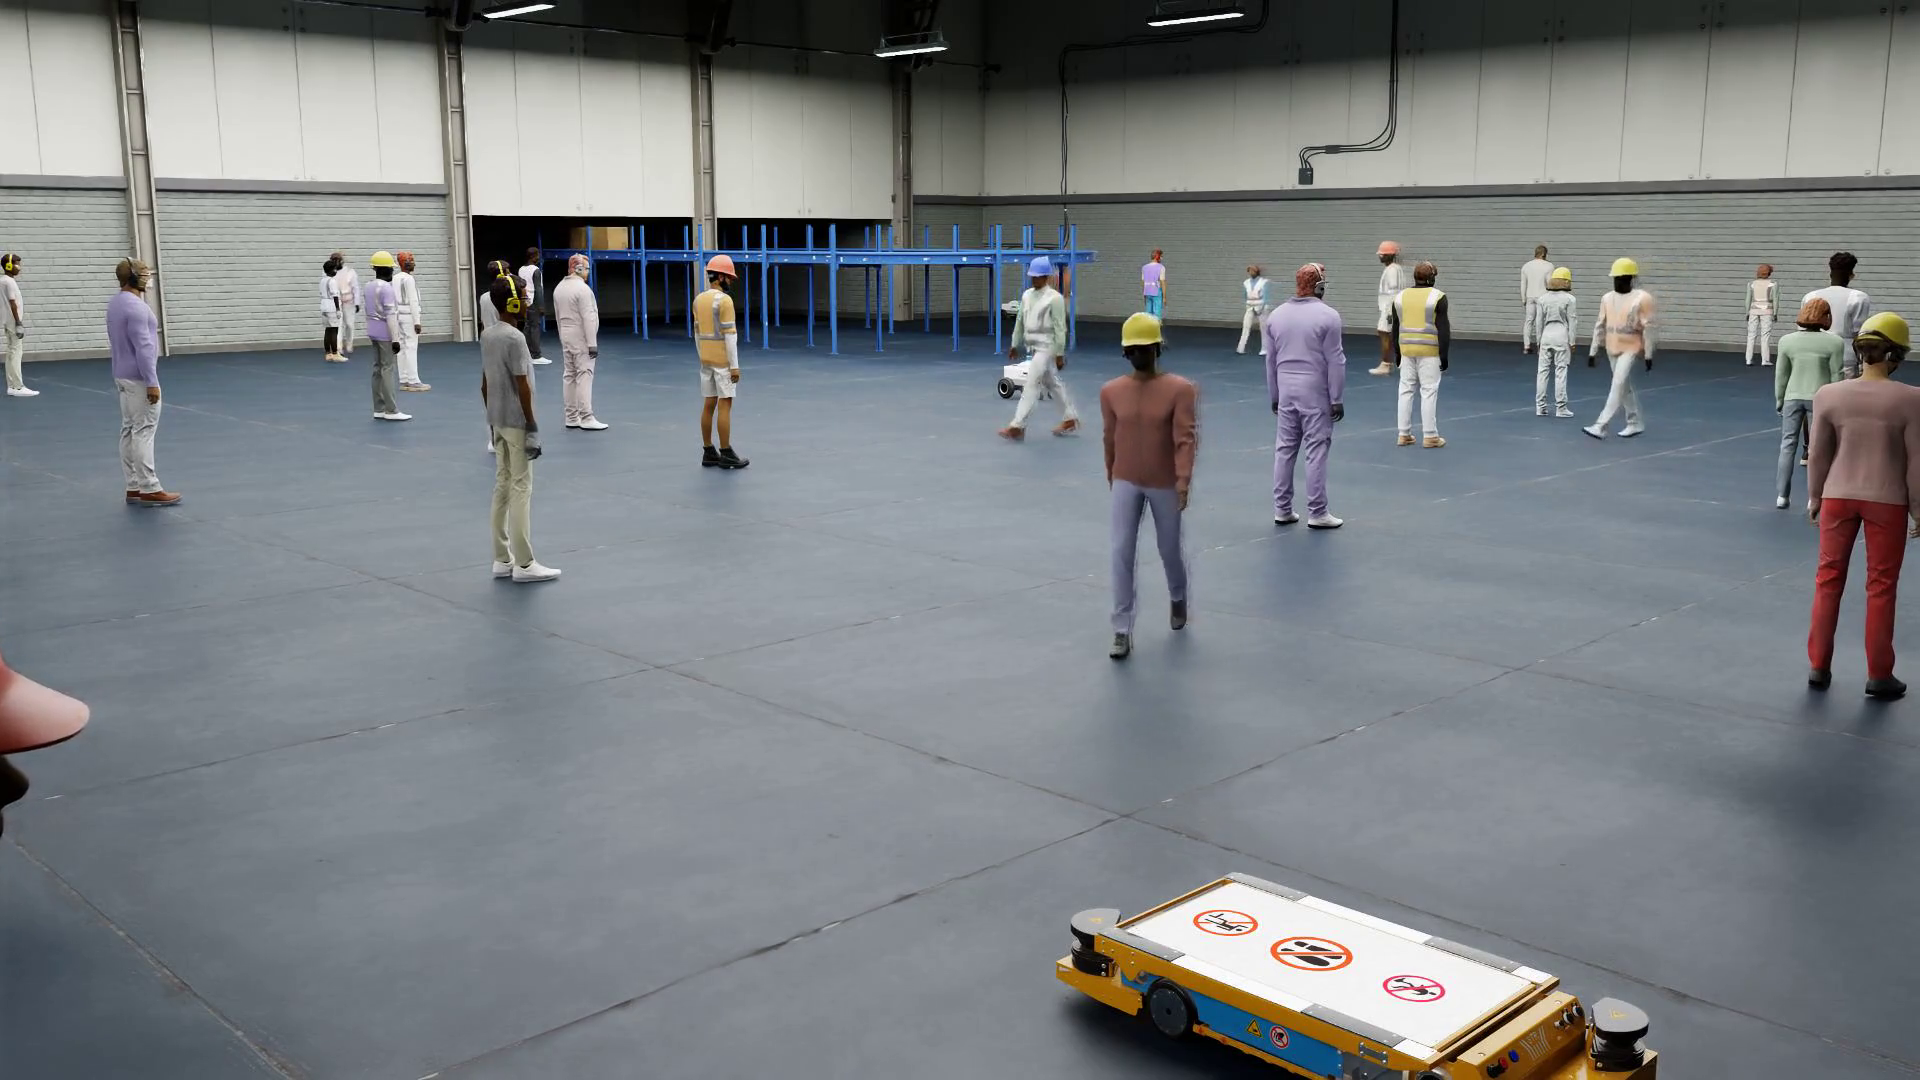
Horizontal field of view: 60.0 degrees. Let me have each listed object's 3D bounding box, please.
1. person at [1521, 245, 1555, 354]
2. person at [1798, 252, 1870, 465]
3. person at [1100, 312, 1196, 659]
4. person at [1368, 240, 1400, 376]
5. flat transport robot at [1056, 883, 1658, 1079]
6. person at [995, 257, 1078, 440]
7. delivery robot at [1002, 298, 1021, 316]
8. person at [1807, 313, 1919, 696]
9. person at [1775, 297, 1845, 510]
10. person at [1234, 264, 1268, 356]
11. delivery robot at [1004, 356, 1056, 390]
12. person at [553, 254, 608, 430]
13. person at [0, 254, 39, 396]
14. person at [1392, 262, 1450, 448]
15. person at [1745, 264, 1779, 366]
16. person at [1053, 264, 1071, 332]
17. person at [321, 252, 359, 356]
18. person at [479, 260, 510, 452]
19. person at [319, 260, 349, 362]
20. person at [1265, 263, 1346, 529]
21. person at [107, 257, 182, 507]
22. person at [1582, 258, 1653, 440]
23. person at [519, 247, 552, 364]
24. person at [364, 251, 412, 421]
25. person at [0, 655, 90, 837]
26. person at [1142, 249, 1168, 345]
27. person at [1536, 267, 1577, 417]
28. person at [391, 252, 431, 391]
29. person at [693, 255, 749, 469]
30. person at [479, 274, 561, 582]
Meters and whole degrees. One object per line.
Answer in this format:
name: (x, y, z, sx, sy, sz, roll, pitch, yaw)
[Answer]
person: (10.328, -4.292, 29.731, 0.371, 1.934, 0.627, -10, 14, -43)
person: (8.014, -1.654, 15.269, 0.381, 1.958, 0.603, -10, 14, -43)
person: (0.983, -0.319, 8.605, 0.518, 1.733, 0.849, 3, 11, 17)
person: (6.523, -3.506, 25.178, 0.543, 2.028, 0.637, 3, 11, 15)
flat transport robot: (1.002, 1.205, 4.401, 0.652, 0.197, 1.431, -10, 14, -44)
person: (0.855, -2.000, 17.376, 1.043, 1.890, 0.612, -5, 12, -27)
delivery robot: (1.381, -5.810, 41.623, 0.477, 0.478, 0.707, -10, 14, -44)
person: (4.201, -0.166, 7.708, 0.328, 1.760, 0.524, -10, 14, -43)
person: (6.572, -1.055, 12.889, 0.279, 1.634, 0.498, -10, 14, -43)
person: (5.164, -4.025, 29.193, 0.515, 1.593, 0.872, 8, 13, 38)
delivery robot: (0.916, -2.162, 21.730, 0.477, 0.478, 0.707, -10, 14, -44)
person: (-4.150, -2.163, 18.209, 0.406, 1.902, 0.639, -10, 14, -43)
person: (-12.529, -2.847, 22.040, 0.328, 1.865, 0.521, -10, 14, -43)
person: (4.655, -1.868, 16.755, 0.429, 1.845, 0.621, -10, 14, -43)
person: (13.010, -3.646, 27.001, 0.310, 1.642, 0.514, -10, 14, -43)
person: (2.252, -5.420, 36.732, 0.513, 1.617, 0.724, -5, 12, -27)
person: (-11.004, -4.202, 29.561, 0.627, 1.823, 0.800, -4, 11, -21)
person: (-4.462, -1.781, 16.201, 0.328, 1.874, 0.521, -10, 14, -43)
person: (-10.527, -3.833, 27.880, 0.320, 1.692, 0.531, -10, 14, -43)
person: (2.533, -1.048, 12.105, 0.406, 1.911, 0.639, -10, 14, -43)
person: (-6.470, -1.248, 13.110, 0.371, 1.941, 0.627, -10, 14, -43)
person: (6.851, -1.982, 17.302, 1.018, 1.869, 0.618, -5, 12, -28)
person: (-7.083, -3.882, 27.544, 0.391, 1.913, 0.587, -10, 14, -43)
person: (-6.601, -2.342, 19.102, 0.370, 1.929, 0.585, -10, 14, -43)
person: (-0.784, 0.926, 1.254, 0.361, 1.939, 0.542, -10, 14, -43)
person: (3.752, -4.692, 32.166, 0.382, 1.837, 0.563, -10, 14, -43)
person: (7.002, -2.319, 19.510, 0.311, 1.735, 0.484, -10, 14, -43)
person: (-7.556, -2.994, 22.782, 0.355, 1.883, 0.573, -10, 14, -43)
person: (-2.192, -1.631, 15.235, 0.374, 1.927, 0.542, -10, 14, -43)
person: (-2.745, -0.690, 10.255, 0.328, 1.874, 0.521, -10, 14, -43)
